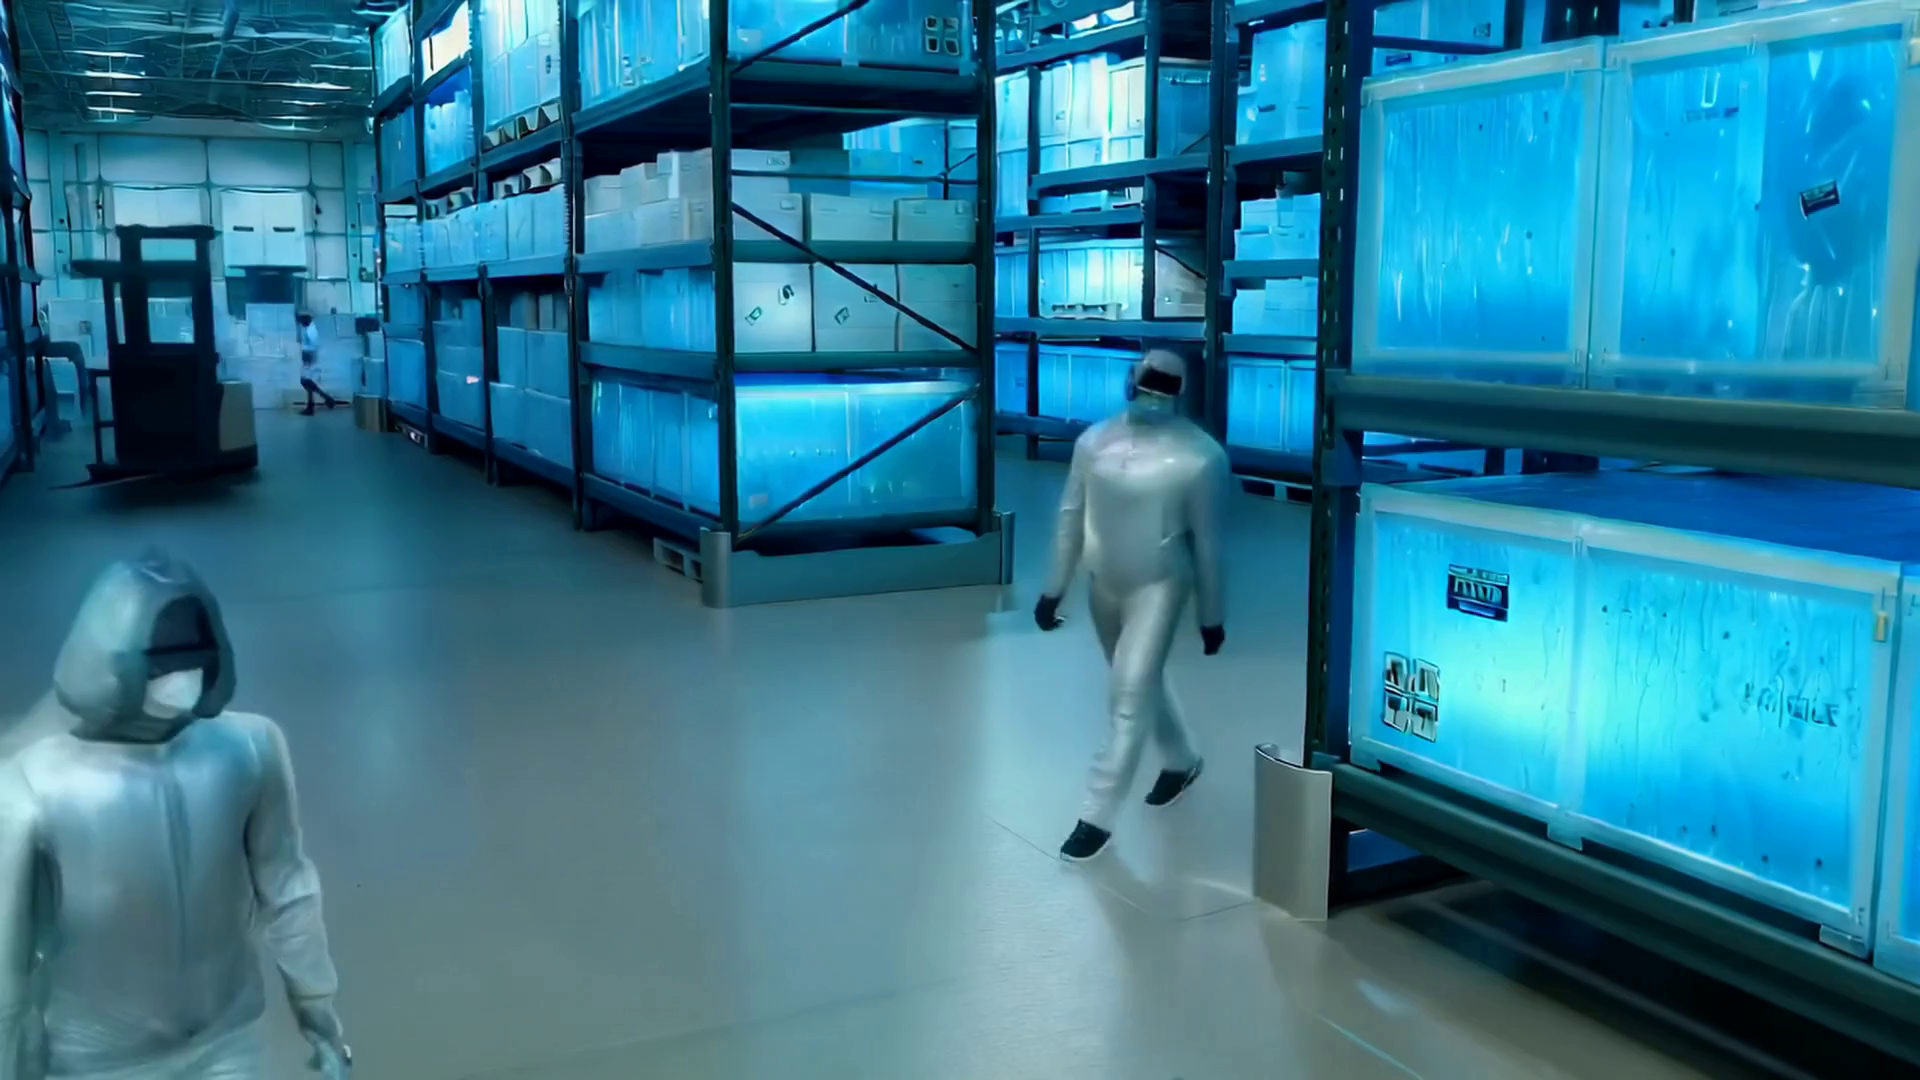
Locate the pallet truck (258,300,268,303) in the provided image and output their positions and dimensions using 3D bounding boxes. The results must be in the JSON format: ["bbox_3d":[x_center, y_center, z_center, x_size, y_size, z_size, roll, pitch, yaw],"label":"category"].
[{"bbox_3d":[-23.913,-7.404,58.171,1.885,1.965,0.823,-1,8,-9],"label":"pallet truck"}]

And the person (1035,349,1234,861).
[{"bbox_3d":[0.701,0.200,6.268,0.659,1.846,1.016,7,11,42],"label":"person"}]

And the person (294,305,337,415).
[{"bbox_3d":[-11.285,-3.138,29.028,0.598,1.917,0.567,-5,10,-31],"label":"person"}]

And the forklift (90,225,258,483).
[{"bbox_3d":[-8.788,-2.100,18.572,1.129,2.768,1.873,0,8,-1],"label":"forklift"}]

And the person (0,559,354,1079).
[{"bbox_3d":[-1.268,0.830,2.674,0.419,1.620,0.514,6,10,34],"label":"person"}]

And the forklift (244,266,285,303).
[{"bbox_3d":[-17.121,-5.368,41.102,1.873,2.768,1.129,5,10,30],"label":"forklift"}]
